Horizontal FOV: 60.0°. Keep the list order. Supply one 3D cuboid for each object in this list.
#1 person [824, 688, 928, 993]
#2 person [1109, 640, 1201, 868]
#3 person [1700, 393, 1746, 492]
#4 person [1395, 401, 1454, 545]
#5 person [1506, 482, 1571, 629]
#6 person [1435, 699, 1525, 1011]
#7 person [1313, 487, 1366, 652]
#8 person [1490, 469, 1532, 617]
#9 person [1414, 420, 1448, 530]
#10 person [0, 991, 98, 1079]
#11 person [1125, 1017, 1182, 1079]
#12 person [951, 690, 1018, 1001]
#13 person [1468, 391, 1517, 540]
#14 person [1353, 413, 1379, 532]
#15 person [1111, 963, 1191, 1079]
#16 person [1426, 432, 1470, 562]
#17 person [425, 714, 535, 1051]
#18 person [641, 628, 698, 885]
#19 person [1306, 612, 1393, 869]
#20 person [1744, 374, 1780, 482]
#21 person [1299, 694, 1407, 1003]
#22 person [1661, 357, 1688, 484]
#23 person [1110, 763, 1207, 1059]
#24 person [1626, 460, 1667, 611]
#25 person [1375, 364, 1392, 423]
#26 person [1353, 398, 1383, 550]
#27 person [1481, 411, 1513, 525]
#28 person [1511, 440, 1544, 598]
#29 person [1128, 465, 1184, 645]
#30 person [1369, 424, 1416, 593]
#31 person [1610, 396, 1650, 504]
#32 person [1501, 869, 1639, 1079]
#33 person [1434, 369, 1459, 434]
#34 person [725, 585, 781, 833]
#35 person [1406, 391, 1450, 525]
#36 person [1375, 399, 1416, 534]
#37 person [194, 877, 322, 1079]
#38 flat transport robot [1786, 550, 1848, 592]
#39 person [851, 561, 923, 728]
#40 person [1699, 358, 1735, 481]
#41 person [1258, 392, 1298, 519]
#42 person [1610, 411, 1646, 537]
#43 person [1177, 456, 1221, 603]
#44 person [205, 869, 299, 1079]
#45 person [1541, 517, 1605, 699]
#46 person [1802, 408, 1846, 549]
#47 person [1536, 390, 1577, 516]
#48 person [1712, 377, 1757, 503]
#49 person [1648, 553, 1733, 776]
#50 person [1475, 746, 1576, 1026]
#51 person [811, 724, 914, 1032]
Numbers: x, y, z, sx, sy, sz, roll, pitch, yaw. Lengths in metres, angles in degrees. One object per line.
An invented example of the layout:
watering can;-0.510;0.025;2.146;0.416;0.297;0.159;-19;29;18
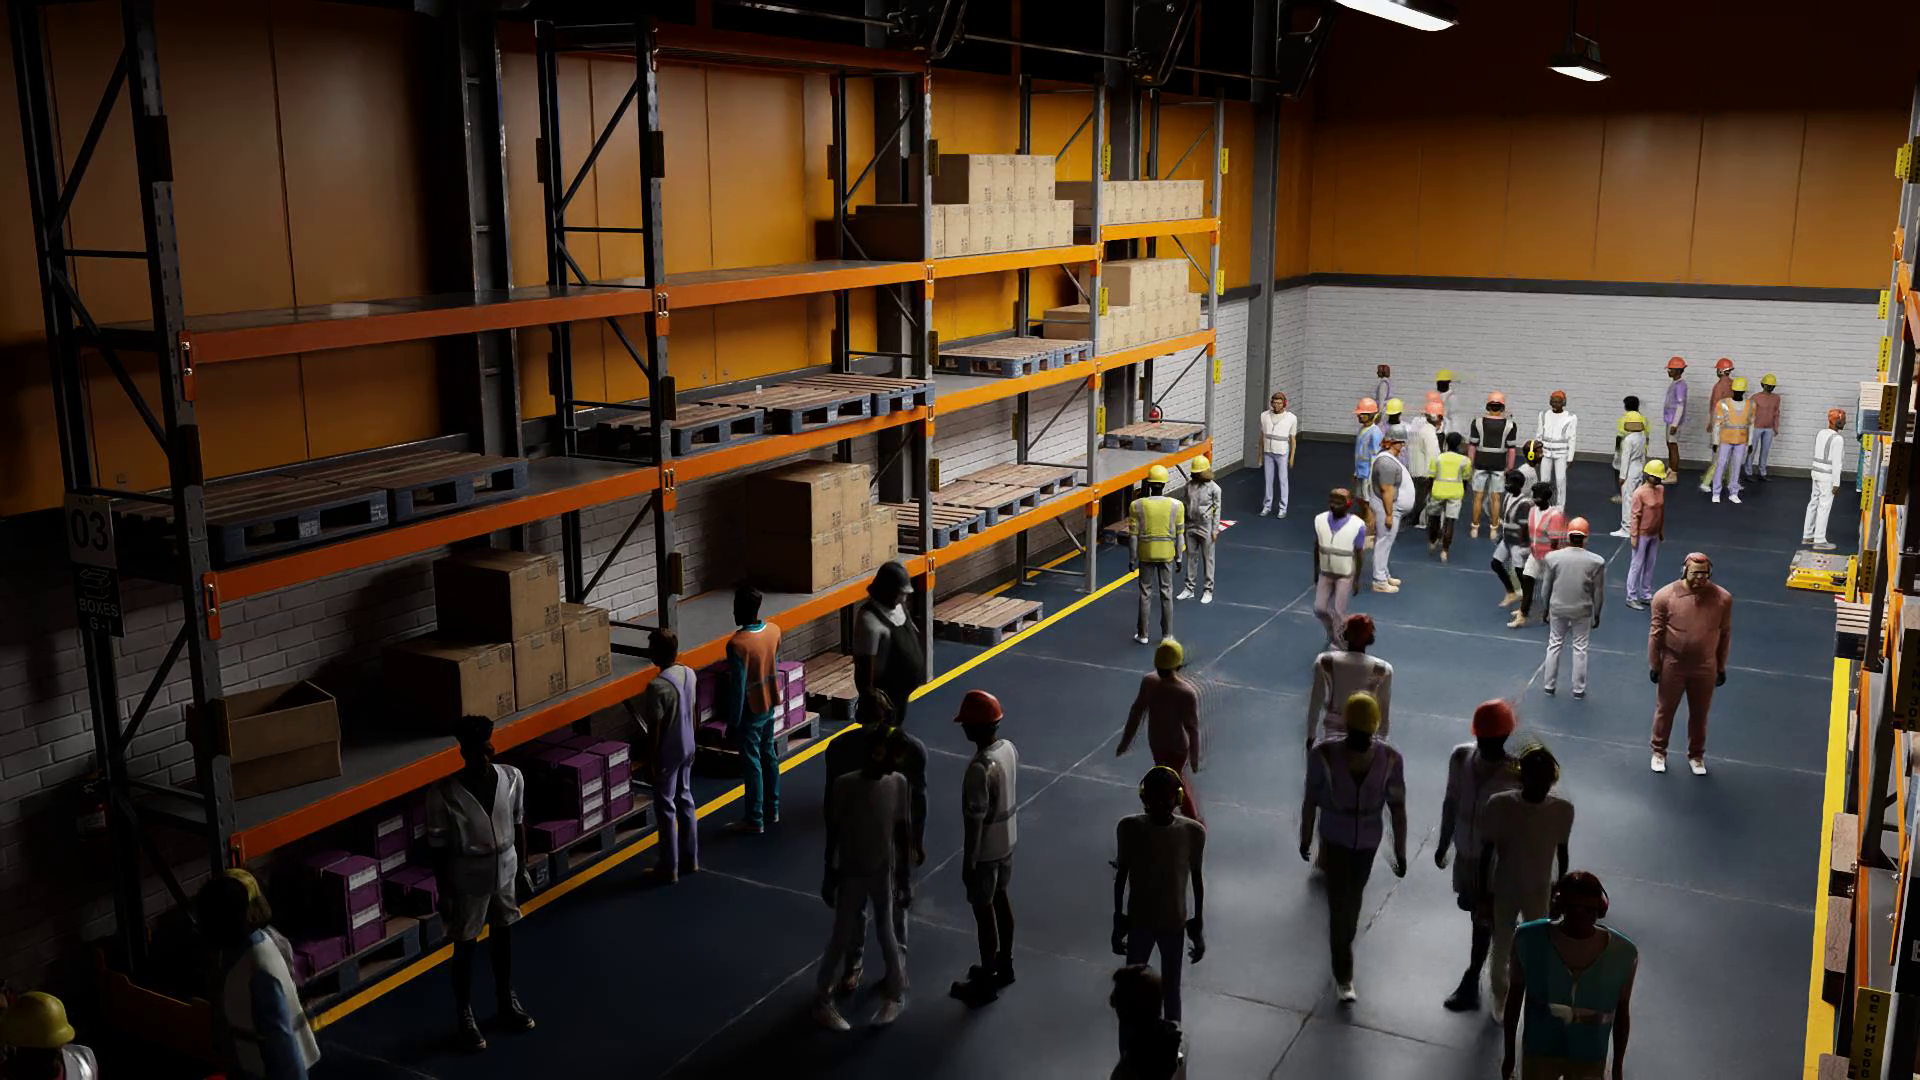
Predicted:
person;-0.512;1.825;10.166;0.635;1.937;0.354;0;13;-1
person;1.467;1.524;12.042;0.953;1.701;0.544;-7;15;-30
person;11.976;-1.529;25.987;0.847;1.585;0.505;-2;13;-9
person;6.177;-0.898;22.292;0.895;1.965;0.621;4;13;16
person;6.461;0.166;18.237;0.816;1.653;0.544;-5;14;-22
person;3.242;1.847;10.140;0.823;1.911;0.545;-11;16;-40
person;3.868;0.350;17.022;0.570;1.827;0.446;10;16;37
person;6.281;0.026;18.797;0.434;1.669;0.577;-1;13;-4
person;6.599;-0.946;23.260;0.515;1.636;0.314;-2;13;-9
person;-3.662;2.662;6.689;0.403;1.825;0.595;7;14;28
person;0.754;2.725;6.683;0.537;1.696;0.321;6;14;25
person;0.143;1.843;10.115;0.389;1.930;0.544;6;14;24
person;7.232;-1.012;22.671;0.613;2.033;0.411;4;13;16
person;5.761;-0.953;23.055;0.557;1.733;0.588;-8;15;-32
person;0.764;2.610;6.866;0.328;1.842;0.516;7;15;30
person;6.332;-0.591;21.612;0.534;1.651;0.845;4;13;17
person;-2.750;1.941;9.589;0.367;1.966;0.607;12;17;43
person;-2.054;1.520;11.783;0.357;1.835;0.516;6;14;25
person;2.802;1.447;12.044;0.599;1.860;0.802;5;13;20
person;12.959;-1.805;26.825;0.524;1.762;0.340;-2;13;-8
person;2.422;1.855;10.162;0.609;1.873;0.970;0;13;0
person;11.426;-1.920;26.699;0.376;2.042;0.615;4;13;16
person;1.081;2.107;9.059;0.520;1.873;0.333;2;13;8
person;7.875;-0.061;19.040;0.529;1.752;0.339;-8;15;-32
person;7.431;-2.267;29.191;0.317;1.633;0.515;5;13;20
person;5.362;-0.870;22.034;0.398;2.039;0.610;-1;13;-6
person;7.651;-1.036;23.669;0.537;1.624;0.414;-12;17;-42
person;6.716;-0.261;19.666;0.325;1.871;0.521;3;13;15
person;2.074;0.161;17.645;0.591;1.927;0.366;0;13;0
person;5.162;-0.396;19.880;0.535;2.000;0.683;3;13;13
person;10.009;-1.334;24.902;0.572;1.663;0.672;-1;13;-6
person;2.831;2.402;7.786;0.567;1.849;0.389;3;13;13
person;7.606;-1.745;26.210;0.449;1.912;0.595;-2;13;-8
person;-1.568;1.282;12.645;0.392;1.919;0.591;6;14;25
person;6.620;-1.147;23.586;0.594;1.921;0.563;-2;13;-10
person;5.883;-0.986;22.815;0.629;1.906;0.511;9;15;34
person;-3.229;2.427;7.599;0.749;1.880;0.611;-7;15;-30
flat transport robot;10.587;0.372;20.439;0.652;0.197;1.431;7;15;30
person;-0.598;1.104;13.167;0.631;2.000;0.848;4;13;18
person;12.312;-1.950;26.945;0.611;1.995;0.380;-11;16;-39
person;4.598;-1.231;24.090;0.560;1.836;0.394;9;15;34
person;9.210;-0.911;22.877;0.485;1.736;0.321;-11;17;-41
person;2.785;-0.127;19.368;0.483;1.735;0.315;10;16;37
person;-3.420;2.402;8.026;0.493;1.743;0.313;4;13;18
person;5.850;0.644;15.897;0.566;1.744;0.350;7;14;28
person;11.538;-0.817;22.154;0.355;1.876;0.573;0;13;0
person;8.551;-1.218;23.925;0.574;1.880;0.357;11;17;40
person;11.683;-1.505;25.110;0.591;1.923;0.382;2;13;7
person;6.059;1.030;13.836;0.636;1.900;0.399;2;13;8
person;3.207;2.037;9.492;0.518;1.817;0.966;3;13;13
person;-0.560;1.975;9.768;0.586;1.823;0.376;-5;13;-21
